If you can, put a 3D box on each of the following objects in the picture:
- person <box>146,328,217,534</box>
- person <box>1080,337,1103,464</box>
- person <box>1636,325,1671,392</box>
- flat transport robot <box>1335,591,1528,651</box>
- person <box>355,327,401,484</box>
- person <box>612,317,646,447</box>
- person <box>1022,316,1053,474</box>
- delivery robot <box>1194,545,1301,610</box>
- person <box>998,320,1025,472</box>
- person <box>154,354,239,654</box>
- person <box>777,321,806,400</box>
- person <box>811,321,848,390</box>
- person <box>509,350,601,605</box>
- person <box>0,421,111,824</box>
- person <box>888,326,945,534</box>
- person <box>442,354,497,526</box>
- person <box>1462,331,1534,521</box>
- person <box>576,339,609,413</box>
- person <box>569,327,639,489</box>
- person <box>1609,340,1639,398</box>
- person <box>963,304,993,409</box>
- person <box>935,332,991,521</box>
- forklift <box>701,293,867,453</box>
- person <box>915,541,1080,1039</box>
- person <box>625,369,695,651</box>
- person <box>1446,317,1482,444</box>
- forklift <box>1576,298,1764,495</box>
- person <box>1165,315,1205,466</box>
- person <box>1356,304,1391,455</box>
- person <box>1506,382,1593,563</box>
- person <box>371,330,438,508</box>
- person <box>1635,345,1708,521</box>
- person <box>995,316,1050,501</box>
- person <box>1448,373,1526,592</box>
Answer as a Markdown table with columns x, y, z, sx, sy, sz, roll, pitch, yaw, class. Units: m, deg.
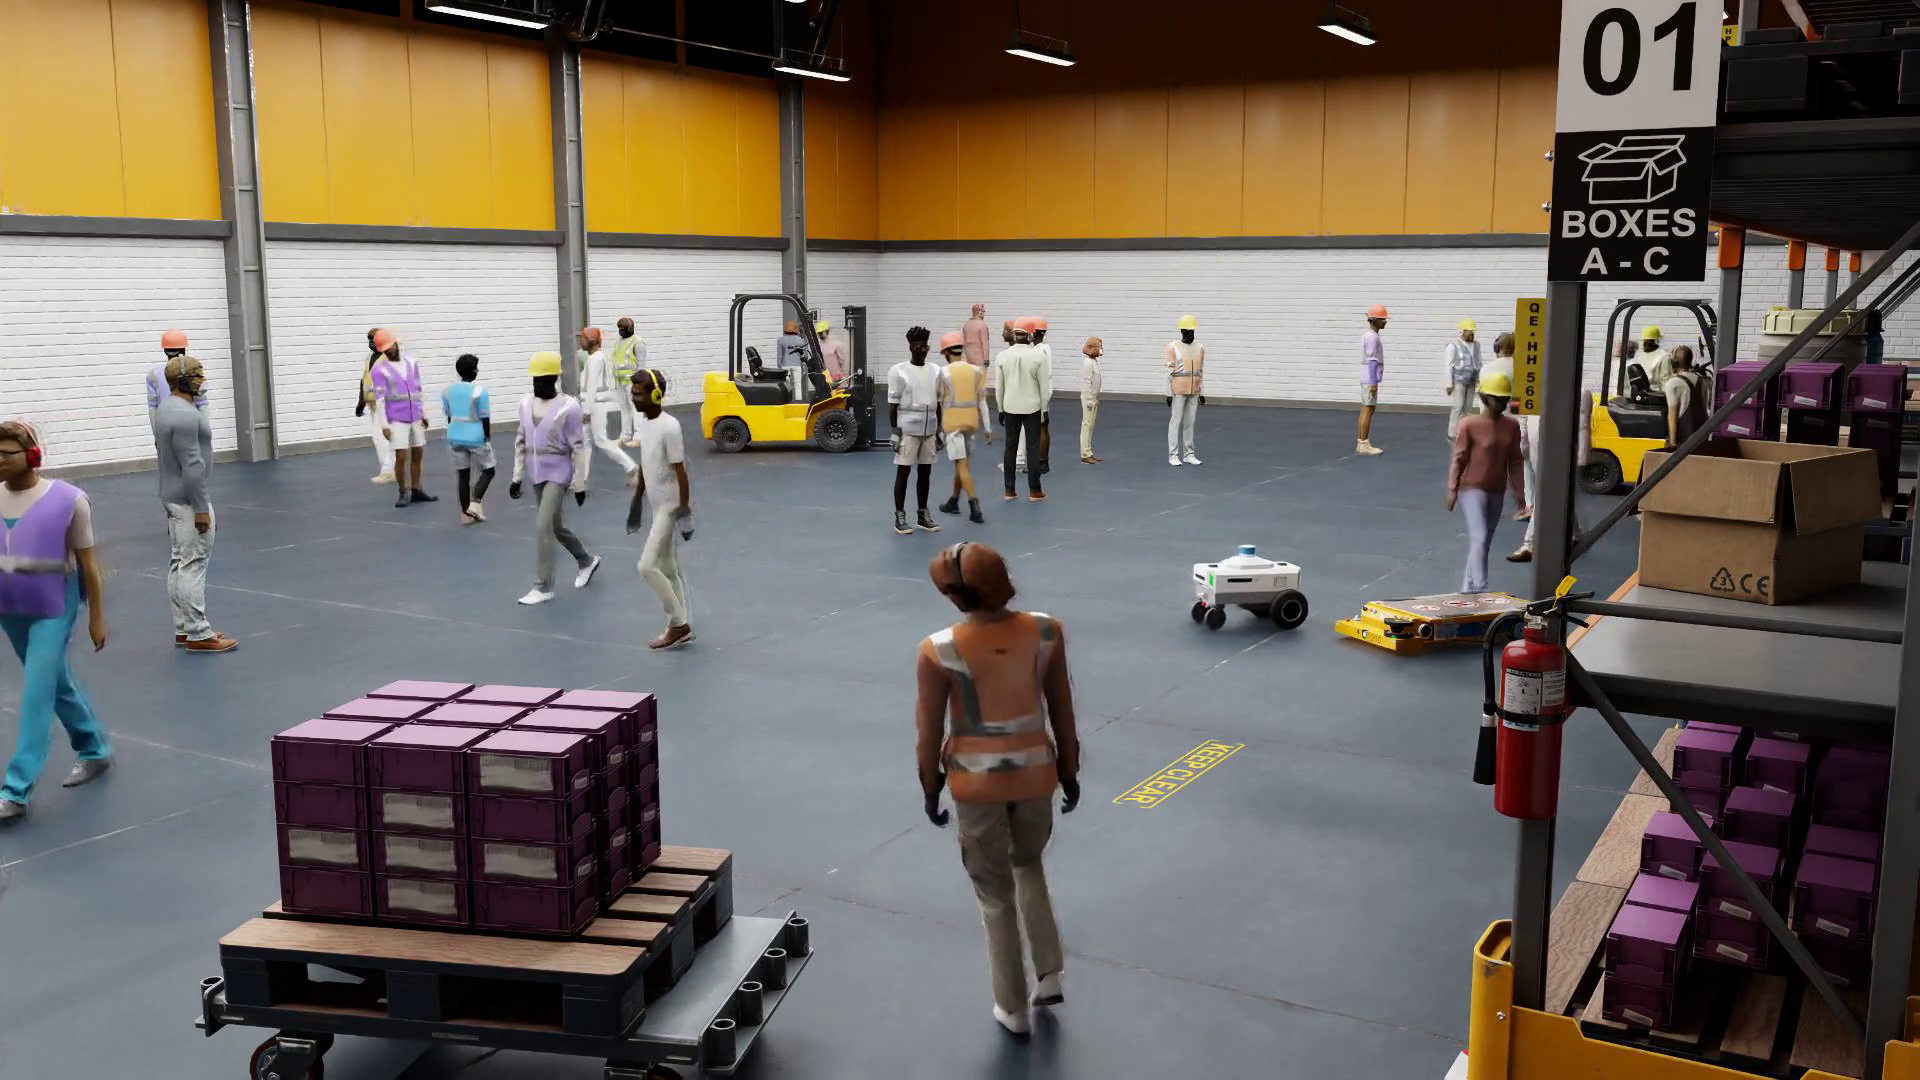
| x | y | z | sx | sy | sz | roll | pitch | yaw | class |
| --- | --- | --- | --- | --- | --- | --- | --- | --- | --- |
| -7.342 | -1.019 | 15.690 | 0.545 | 1.942 | 0.354 | -1 | 9 | -6 | person |
| 1.710 | -1.806 | 21.558 | 0.282 | 1.634 | 0.498 | 3 | 9 | 16 | person |
| 9.043 | -1.894 | 21.602 | 0.631 | 1.798 | 0.635 | -3 | 10 | -18 | person |
| 3.313 | 0.531 | 11.212 | 1.431 | 0.197 | 0.652 | -4 | 10 | -23 | flat transport robot |
| -6.832 | -1.562 | 19.453 | 0.636 | 1.827 | 0.596 | 9 | 12 | 43 | person |
| -4.729 | -2.249 | 23.688 | 0.621 | 1.841 | 0.429 | 9 | 13 | 44 | person |
| 0.948 | -1.777 | 20.432 | 0.359 | 1.939 | 0.543 | 2 | 9 | 15 | person |
| 1.997 | 0.278 | 11.591 | 0.707 | 0.478 | 0.477 | -2 | 9 | -14 | delivery robot |
| 0.665 | -1.782 | 20.631 | 0.341 | 1.882 | 0.587 | -1 | 9 | -6 | person |
| -4.987 | -0.232 | 10.786 | 0.373 | 1.940 | 0.629 | -7 | 11 | -36 | person |
| -2.954 | -3.004 | 29.108 | 0.525 | 1.639 | 0.373 | 0 | 9 | -3 | person |
| -2.073 | -2.580 | 26.150 | 0.578 | 1.697 | 0.926 | 3 | 10 | 18 | person |
| -3.060 | -0.502 | 12.637 | 0.595 | 1.894 | 0.911 | 6 | 11 | 34 | person |
| -4.281 | 0.344 | 7.647 | 0.586 | 1.792 | 0.993 | 1 | 9 | 7 | person |
| -0.406 | -1.045 | 15.776 | 0.609 | 1.964 | 0.367 | -6 | 11 | -34 | person |
| -4.765 | -0.967 | 16.171 | 0.535 | 1.685 | 0.361 | 3 | 10 | 17 | person |
| 5.475 | -1.140 | 16.656 | 0.632 | 1.889 | 1.046 | -2 | 9 | -15 | person |
| -5.452 | -2.282 | 24.593 | 0.510 | 1.611 | 0.629 | 1 | 9 | 4 | person |
| -4.098 | -1.498 | 18.941 | 0.864 | 1.859 | 0.575 | -3 | 9 | -15 | person |
| 8.283 | -1.678 | 20.750 | 0.483 | 1.622 | 0.562 | -2 | 9 | -13 | person |
| 0.336 | -3.317 | 30.145 | 0.407 | 1.908 | 0.641 | -7 | 11 | -37 | person |
| 0.023 | -1.142 | 16.671 | 0.570 | 1.882 | 0.979 | -5 | 10 | -28 | person |
| -2.458 | -2.344 | 23.176 | 2.313 | 2.155 | 1.214 | 0 | 9 | -2 | forklift |
| 0.118 | 0.797 | 5.345 | 0.546 | 1.611 | 0.389 | -3 | 10 | -19 | person |
| -1.957 | -0.191 | 10.821 | 0.478 | 1.847 | 0.557 | -4 | 10 | -26 | person |
| 7.296 | -2.302 | 24.047 | 0.611 | 1.829 | 0.403 | -5 | 10 | -28 | person |
| 7.954 | -1.589 | 18.462 | 2.313 | 2.155 | 1.214 | 5 | 11 | 30 | forklift |
| 2.895 | -1.914 | 21.317 | 0.594 | 1.926 | 0.366 | -5 | 10 | -29 | person |
| 5.615 | -2.173 | 22.575 | 0.394 | 2.041 | 0.612 | 1 | 9 | 8 | person |
| 5.117 | -0.752 | 14.316 | 1.001 | 1.861 | 0.633 | -4 | 10 | -24 | person |
| -5.852 | -1.284 | 17.582 | 0.347 | 1.872 | 0.752 | 6 | 11 | 35 | person |
| 7.033 | -0.979 | 16.006 | 0.525 | 1.780 | 1.041 | -3 | 10 | -19 | person |
| 0.685 | -1.415 | 17.994 | 0.611 | 1.995 | 0.381 | 3 | 10 | 19 | person |
| 3.865 | -0.330 | 12.015 | 0.546 | 1.739 | 0.733 | -4 | 10 | -22 | person |
